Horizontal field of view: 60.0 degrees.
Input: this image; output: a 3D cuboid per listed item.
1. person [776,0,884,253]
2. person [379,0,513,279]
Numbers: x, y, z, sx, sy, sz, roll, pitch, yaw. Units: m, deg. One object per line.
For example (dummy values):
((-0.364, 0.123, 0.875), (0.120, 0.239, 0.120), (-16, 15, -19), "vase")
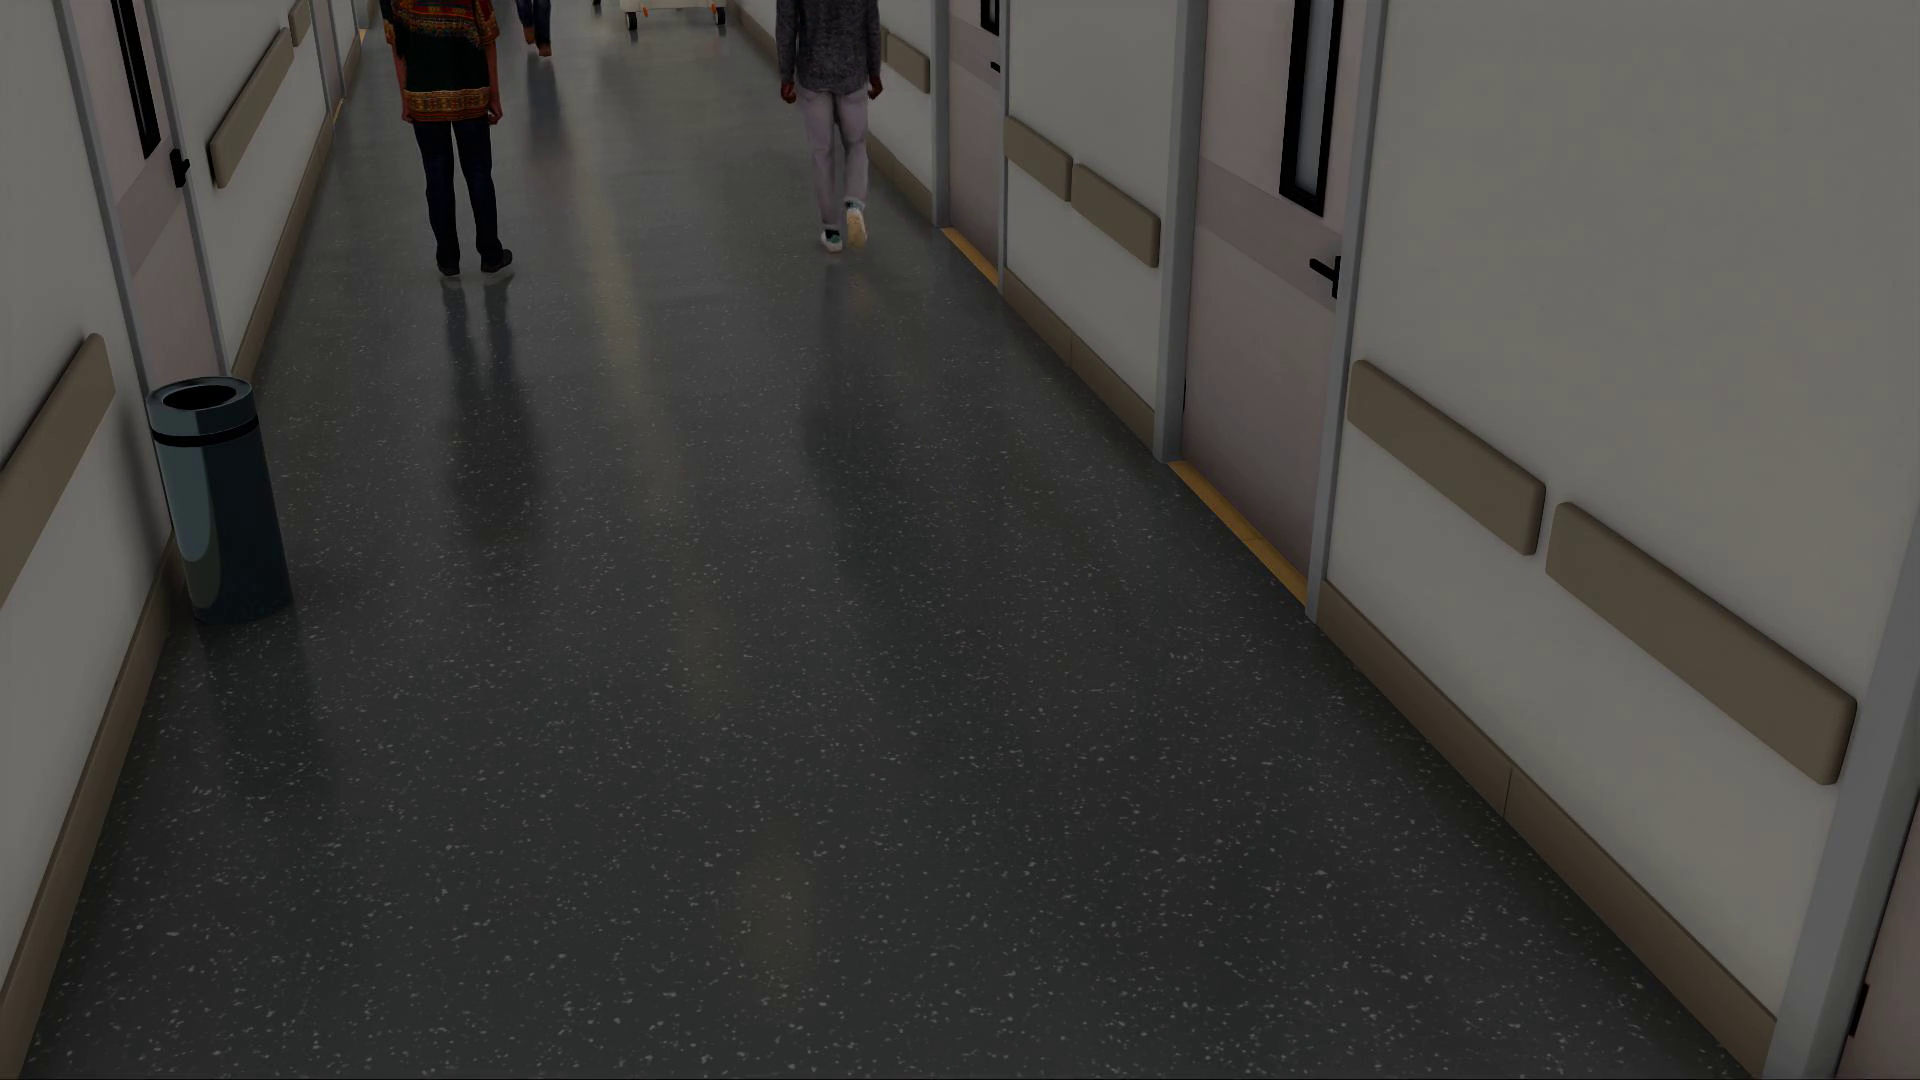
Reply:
((-0.643, -2.352, 8.511), (0.780, 1.828, 0.793), (-4, 26, -9), "person")
((-2.523, -2.204, 8.182), (0.586, 1.807, 0.753), (-6, 26, -12), "person")
